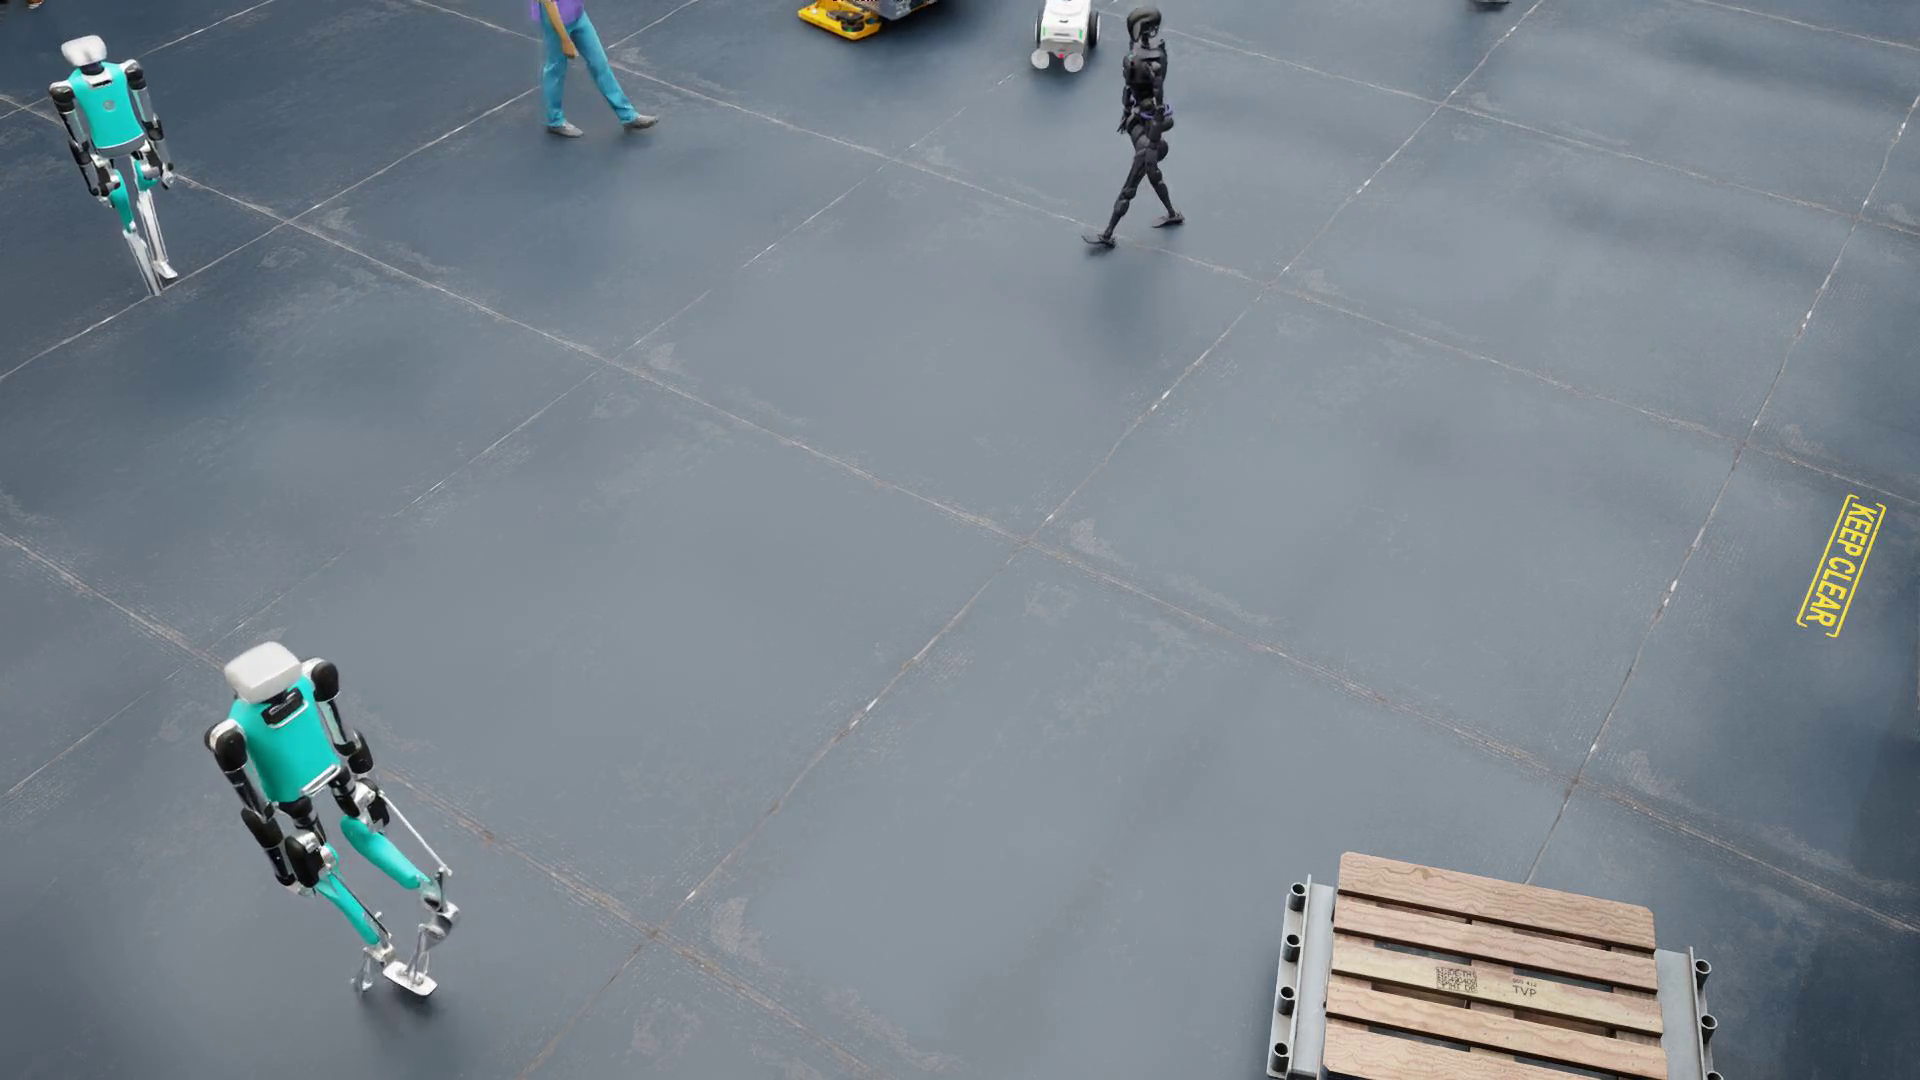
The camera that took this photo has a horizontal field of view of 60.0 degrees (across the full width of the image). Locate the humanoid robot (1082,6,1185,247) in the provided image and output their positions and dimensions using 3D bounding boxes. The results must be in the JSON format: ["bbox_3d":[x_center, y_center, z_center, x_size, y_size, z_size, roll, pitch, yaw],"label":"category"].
[{"bbox_3d":[1.169,-2.680,10.753,0.785,1.619,0.610,-11,43,-12],"label":"humanoid robot"}]

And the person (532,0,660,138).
[{"bbox_3d":[-2.666,-3.636,11.693,0.915,1.799,0.598,10,43,11],"label":"person"}]

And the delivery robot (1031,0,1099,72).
[{"bbox_3d":[0.826,-4.066,13.129,0.520,0.613,0.784,5,42,6],"label":"delivery robot"}]

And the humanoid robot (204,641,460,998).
[{"bbox_3d":[-2.269,1.196,6.351,0.803,1.788,0.556,23,47,23],"label":"humanoid robot"}]

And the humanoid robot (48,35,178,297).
[{"bbox_3d":[-5.198,-2.306,10.291,0.532,1.826,0.769,-30,50,-29],"label":"humanoid robot"}]

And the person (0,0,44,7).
[{"bbox_3d":[-7.828,-5.206,13.411,0.493,1.864,0.469,0,42,0],"label":"person"}]

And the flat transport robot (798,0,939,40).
[{"bbox_3d":[-0.614,-4.567,13.890,0.659,0.231,1.431,31,50,30],"label":"flat transport robot"}]

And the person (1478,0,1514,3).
[{"bbox_3d":[4.518,-5.403,13.607,0.472,1.894,0.694,-11,43,-13],"label":"person"}]
